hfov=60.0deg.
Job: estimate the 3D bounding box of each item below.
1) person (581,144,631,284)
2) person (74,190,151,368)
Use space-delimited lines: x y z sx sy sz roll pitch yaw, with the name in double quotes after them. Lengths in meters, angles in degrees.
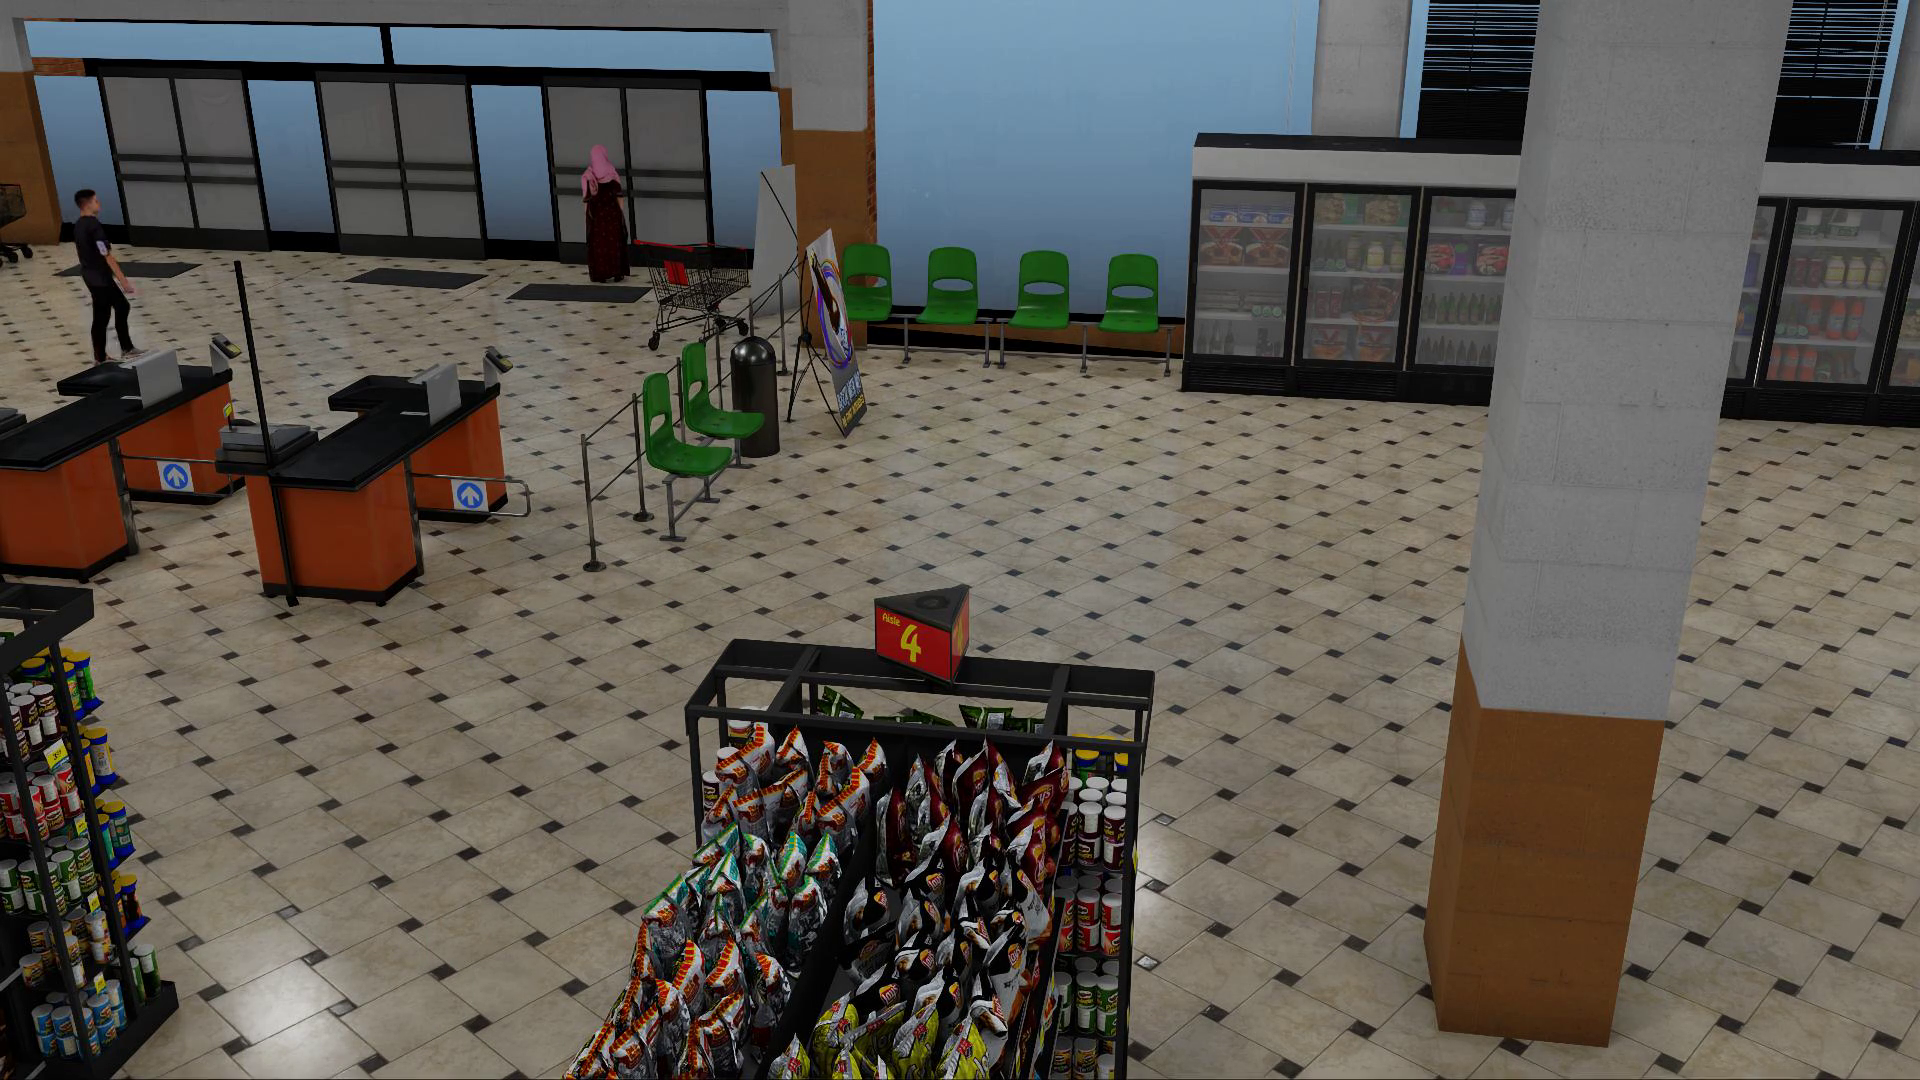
-4.242 -3.892 19.831 0.737 1.637 0.717 -3 22 -8 "person"
-8.489 -2.514 16.255 0.939 1.746 0.877 -15 26 -32 "person"
